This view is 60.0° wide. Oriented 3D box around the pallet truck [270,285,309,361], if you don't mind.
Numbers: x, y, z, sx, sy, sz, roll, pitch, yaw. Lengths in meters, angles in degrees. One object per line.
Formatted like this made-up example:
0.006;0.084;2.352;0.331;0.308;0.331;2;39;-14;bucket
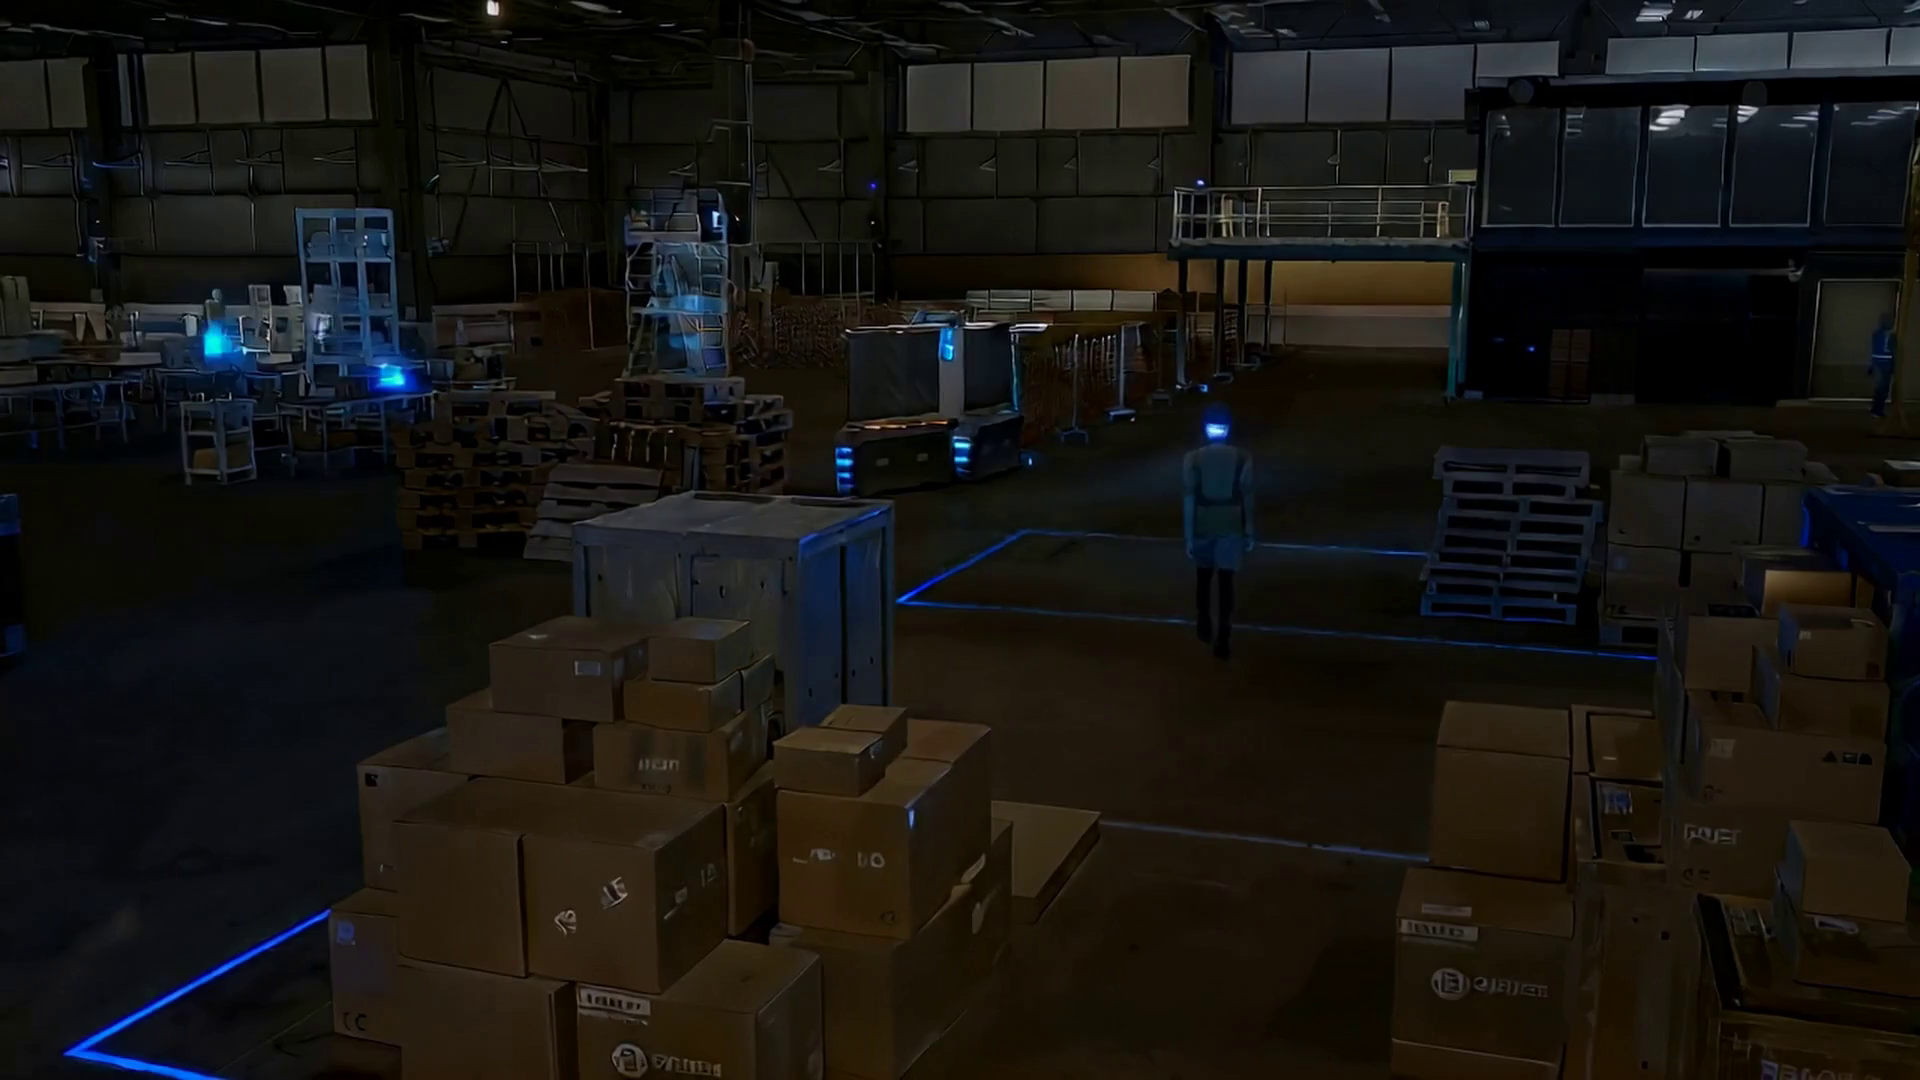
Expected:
-17.147;-5.700;43.663;0.823;1.965;1.885;3;11;17;pallet truck

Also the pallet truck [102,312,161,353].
-23.057;-5.777;46.261;0.680;1.201;1.601;3;11;19;pallet truck

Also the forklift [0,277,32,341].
-27.151;-6.329;46.328;1.157;1.987;2.680;3;11;17;forklift

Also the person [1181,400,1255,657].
1.925;-0.096;12.424;0.555;1.903;0.990;1;10;5;person

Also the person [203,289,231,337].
-19.320;-5.594;43.390;0.780;1.876;0.663;5;11;26;person

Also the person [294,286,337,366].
-16.180;-5.345;41.670;1.027;1.987;0.637;-5;11;-27;person

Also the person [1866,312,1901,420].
16.027;-3.010;28.849;0.529;1.879;0.598;-3;11;-18;person

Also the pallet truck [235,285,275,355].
-18.327;-5.835;44.421;0.823;1.965;1.885;4;11;23;pallet truck

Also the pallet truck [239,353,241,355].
-19.537;-5.575;44.913;0.653;1.274;1.630;3;11;19;pallet truck

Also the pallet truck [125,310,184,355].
-22.038;-5.665;45.457;0.704;1.261;1.522;3;11;17;pallet truck
